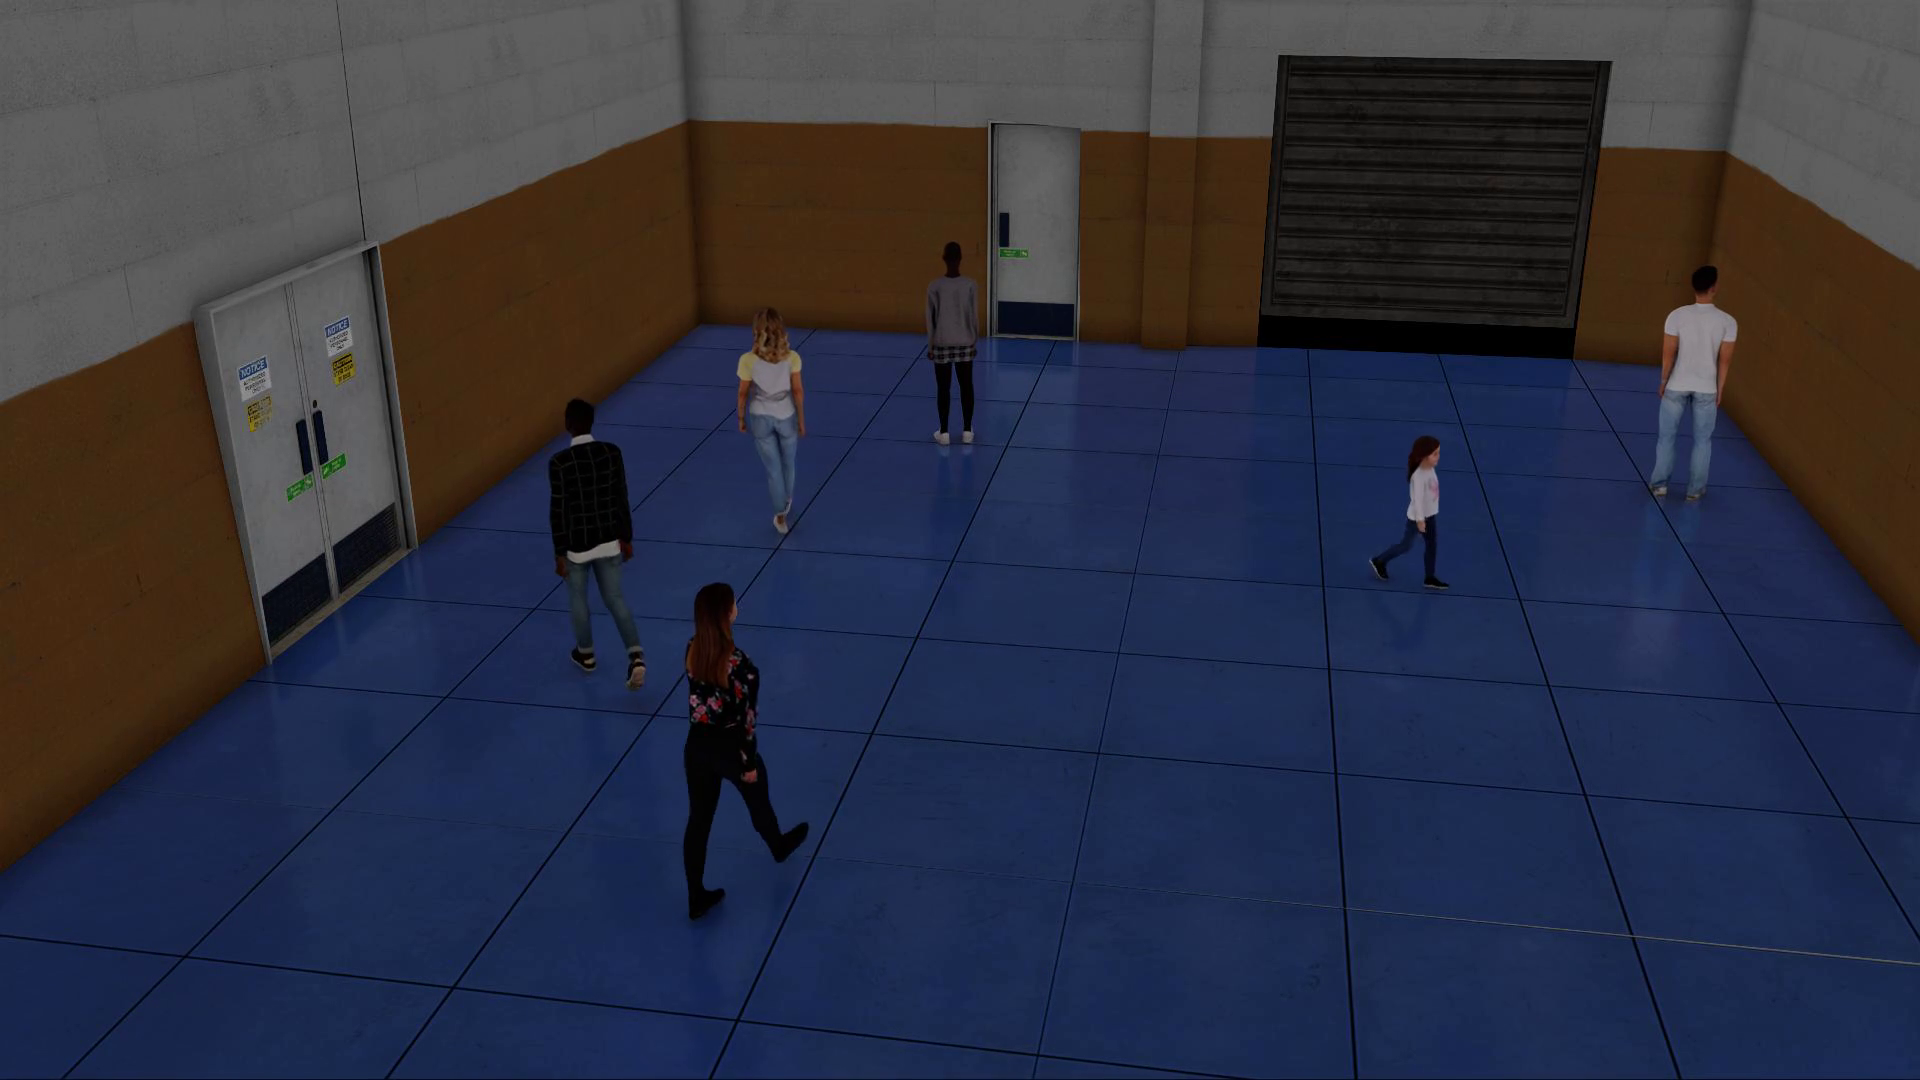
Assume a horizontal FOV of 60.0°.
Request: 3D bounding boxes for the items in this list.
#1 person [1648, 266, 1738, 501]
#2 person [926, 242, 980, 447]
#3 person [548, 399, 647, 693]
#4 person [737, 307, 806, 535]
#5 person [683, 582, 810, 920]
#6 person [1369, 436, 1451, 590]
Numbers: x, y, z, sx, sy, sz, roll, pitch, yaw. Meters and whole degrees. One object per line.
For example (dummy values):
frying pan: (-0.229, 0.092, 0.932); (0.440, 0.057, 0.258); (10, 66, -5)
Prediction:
person: (5.771, -1.227, 13.109); (0.584, 1.862, 0.781); (9, 24, 21)
person: (-0.057, -1.699, 14.401); (0.589, 1.774, 0.740); (-3, 22, -9)
person: (-2.174, 0.061, 9.995); (1.151, 1.794, 1.198); (-14, 26, -31)
person: (-1.379, -0.855, 12.369); (0.929, 1.707, 0.895); (-4, 22, -10)
person: (-1.172, 1.023, 7.802); (1.045, 1.643, 0.920); (13, 25, 30)
person: (3.153, -0.193, 11.564); (0.829, 1.094, 0.669); (17, 28, 37)
